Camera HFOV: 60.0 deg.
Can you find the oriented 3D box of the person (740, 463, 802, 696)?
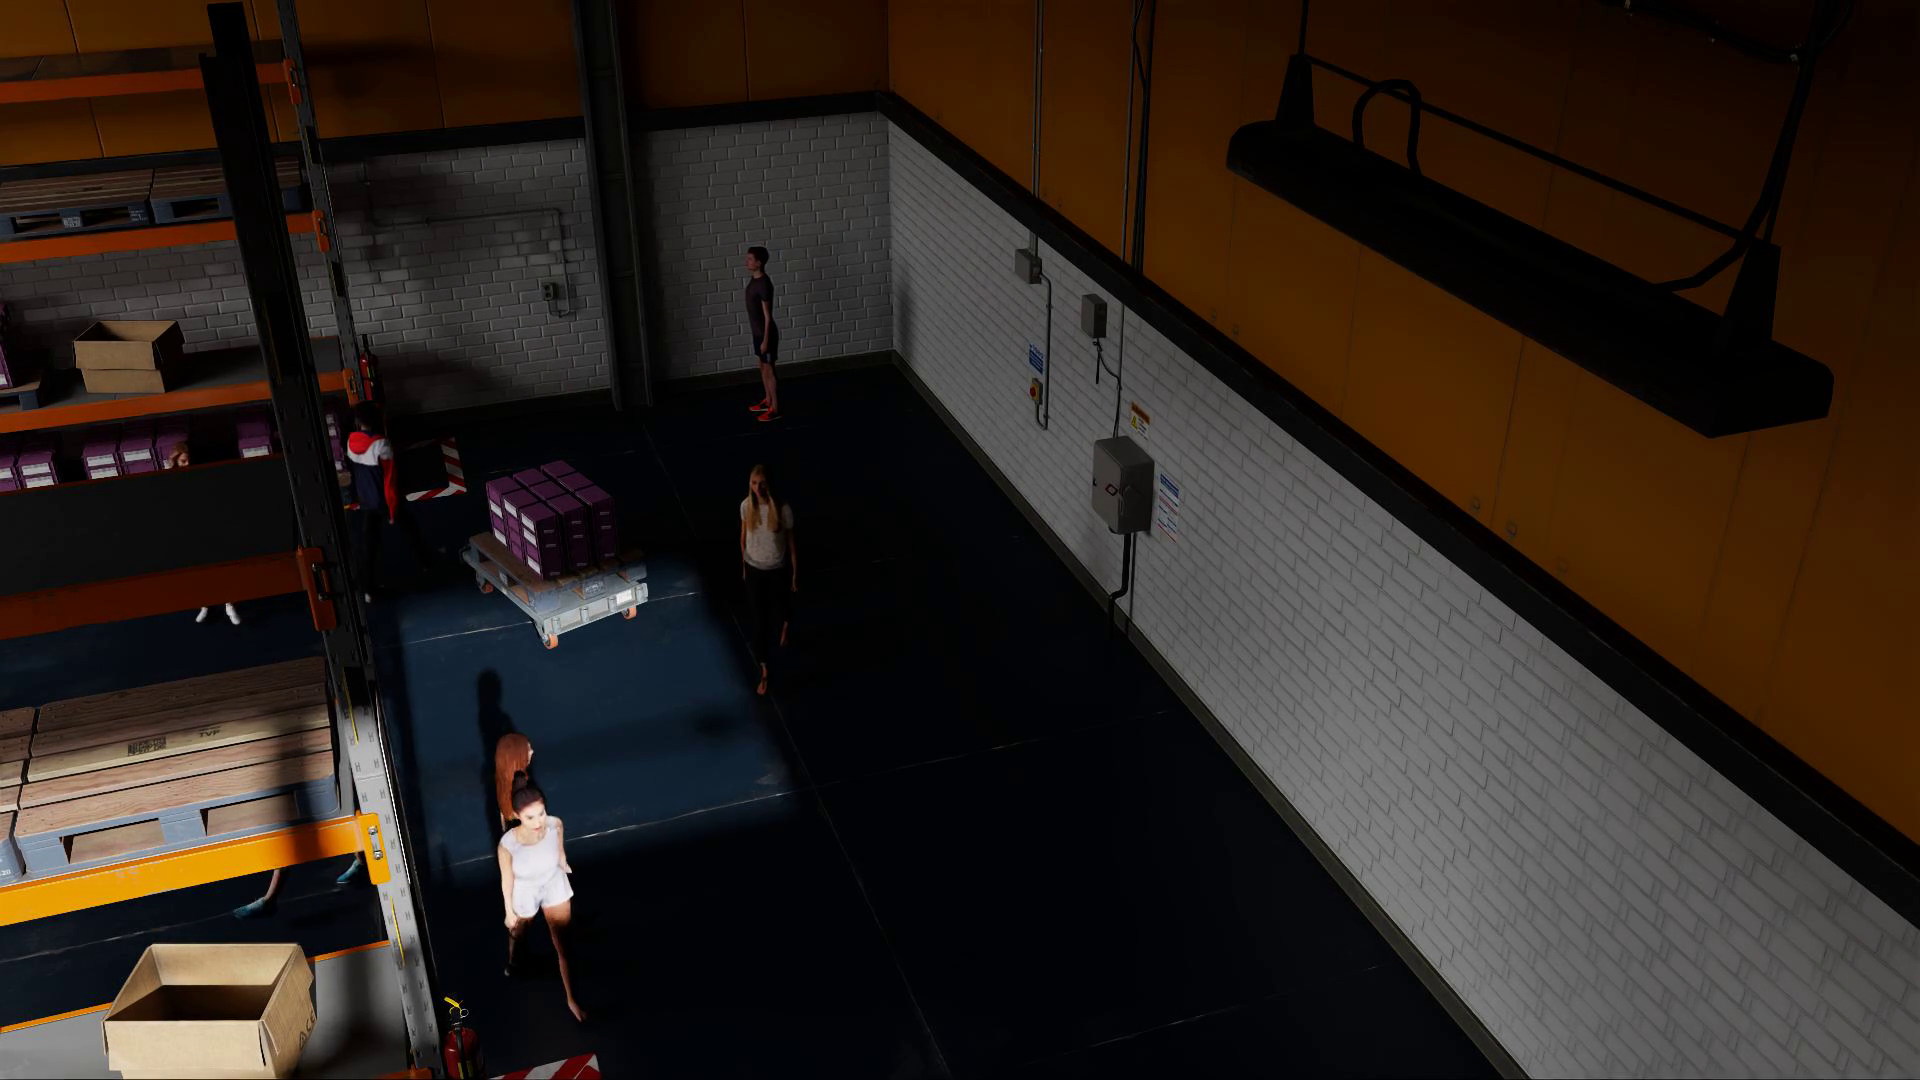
[{"bbox_3d":[-1.451,0.212,12.878,1.180,1.789,0.999,2,29,3],"label":"person"}]

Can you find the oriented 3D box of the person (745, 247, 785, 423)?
[{"bbox_3d":[-2.012,-2.130,17.106,0.535,1.852,0.638,-9,30,-16],"label":"person"}]

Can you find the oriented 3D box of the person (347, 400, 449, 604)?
[{"bbox_3d":[-4.893,-0.284,13.861,1.104,1.717,1.147,12,31,21],"label":"person"}]

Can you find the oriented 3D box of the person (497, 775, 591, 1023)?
[{"bbox_3d":[-2.511,2.029,9.773,1.023,1.572,0.802,-18,33,-29],"label":"person"}]

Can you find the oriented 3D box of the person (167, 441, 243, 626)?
[{"bbox_3d":[-6.121,-0.081,13.522,0.667,1.687,0.787,-7,29,-13],"label":"person"}]

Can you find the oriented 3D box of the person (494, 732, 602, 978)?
[{"bbox_3d":[-2.664,1.903,9.864,0.953,1.706,0.704,-18,34,-30],"label":"person"}]
